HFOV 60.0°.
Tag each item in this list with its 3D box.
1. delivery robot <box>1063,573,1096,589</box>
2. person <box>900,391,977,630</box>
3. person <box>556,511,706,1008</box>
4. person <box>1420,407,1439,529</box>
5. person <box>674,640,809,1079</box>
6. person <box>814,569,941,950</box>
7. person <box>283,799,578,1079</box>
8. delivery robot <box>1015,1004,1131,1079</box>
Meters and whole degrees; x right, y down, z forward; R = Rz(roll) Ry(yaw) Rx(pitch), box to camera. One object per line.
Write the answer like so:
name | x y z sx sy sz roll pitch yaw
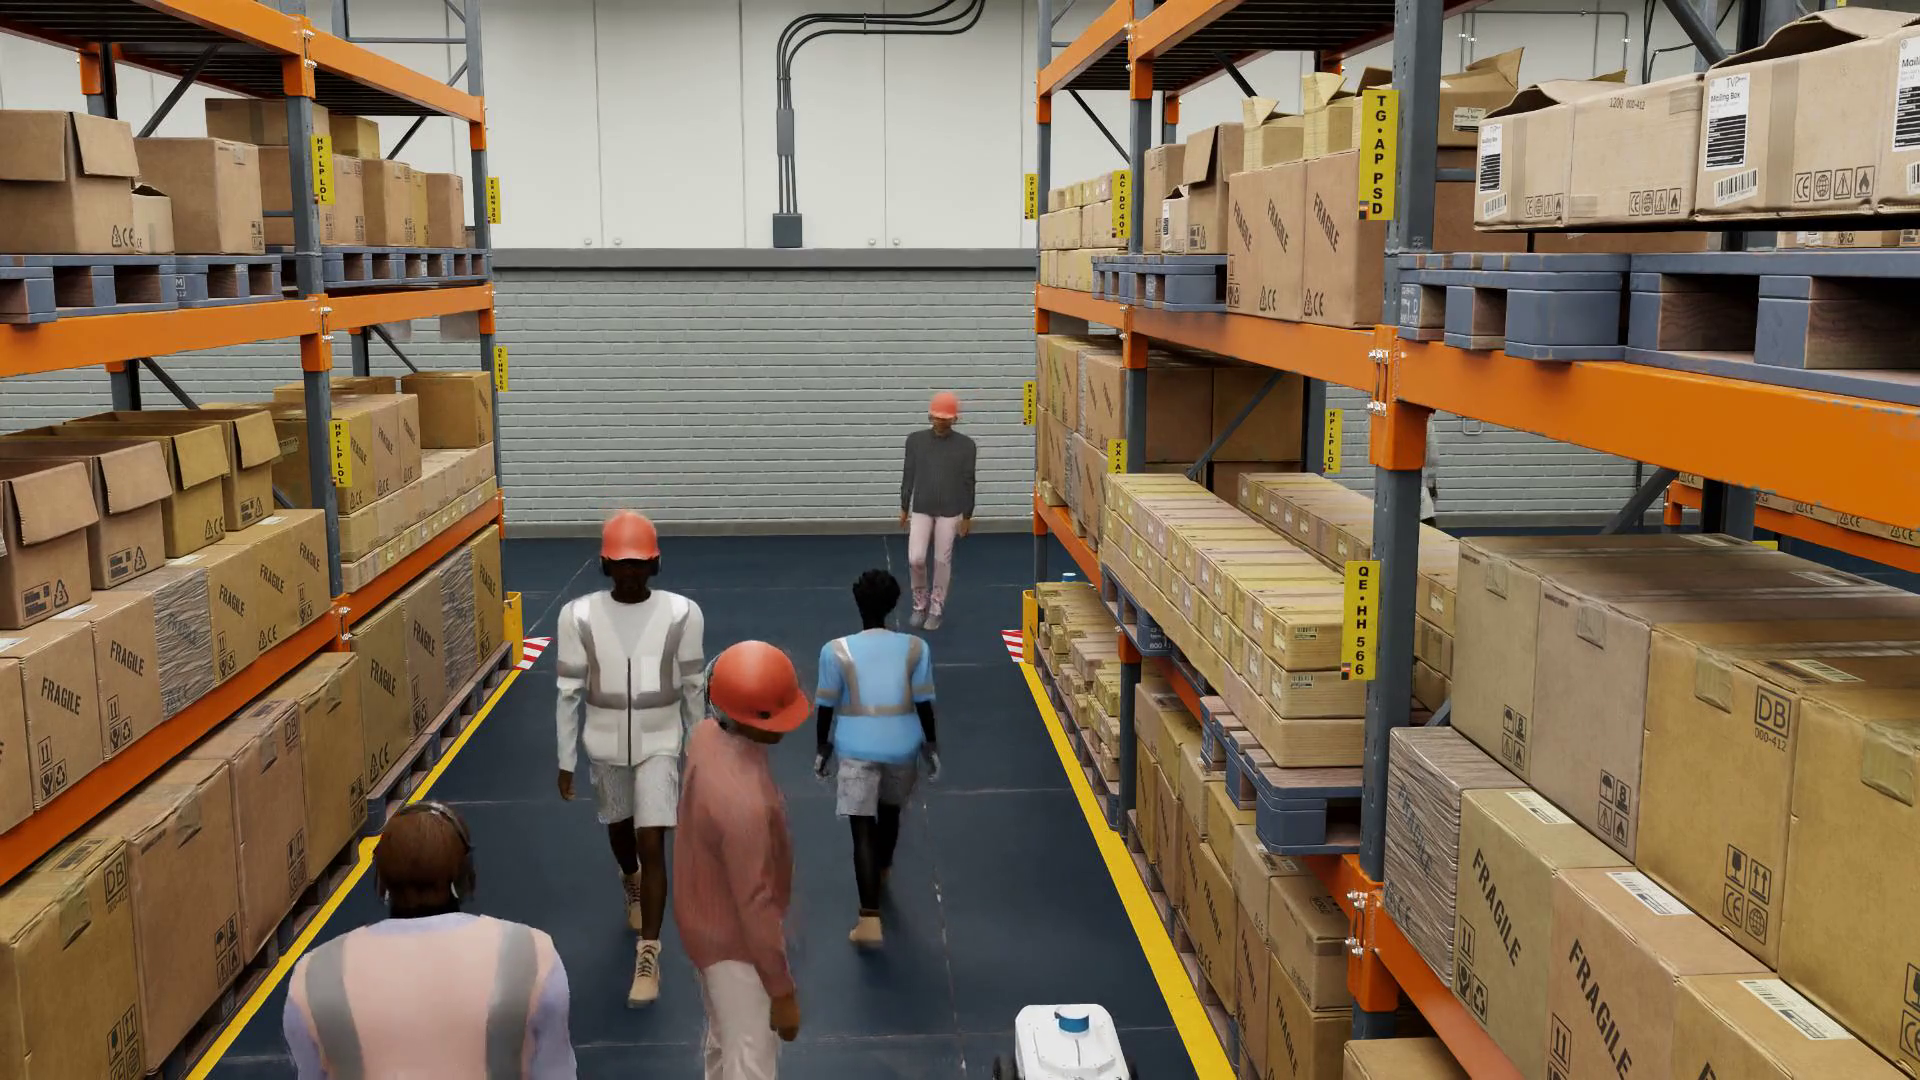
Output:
delivery robot | 0.855 0.504 13.069 0.707 0.478 0.477 -8 12 -39
person | -0.184 -0.227 13.488 0.636 1.964 0.485 1 10 8
person | -1.391 0.846 7.100 0.618 2.003 1.044 -1 10 -6
person | 4.232 -0.516 15.284 0.418 1.945 0.606 5 11 26
person | -0.685 1.230 5.008 0.411 1.944 0.745 -3 10 -19
person | -0.389 0.952 7.558 0.536 1.626 0.990 -3 10 -17
person | -1.173 1.502 3.757 0.636 1.817 0.646 -2 10 -11
delivery robot | 0.376 1.787 5.514 0.477 0.478 0.707 0 10 -3
